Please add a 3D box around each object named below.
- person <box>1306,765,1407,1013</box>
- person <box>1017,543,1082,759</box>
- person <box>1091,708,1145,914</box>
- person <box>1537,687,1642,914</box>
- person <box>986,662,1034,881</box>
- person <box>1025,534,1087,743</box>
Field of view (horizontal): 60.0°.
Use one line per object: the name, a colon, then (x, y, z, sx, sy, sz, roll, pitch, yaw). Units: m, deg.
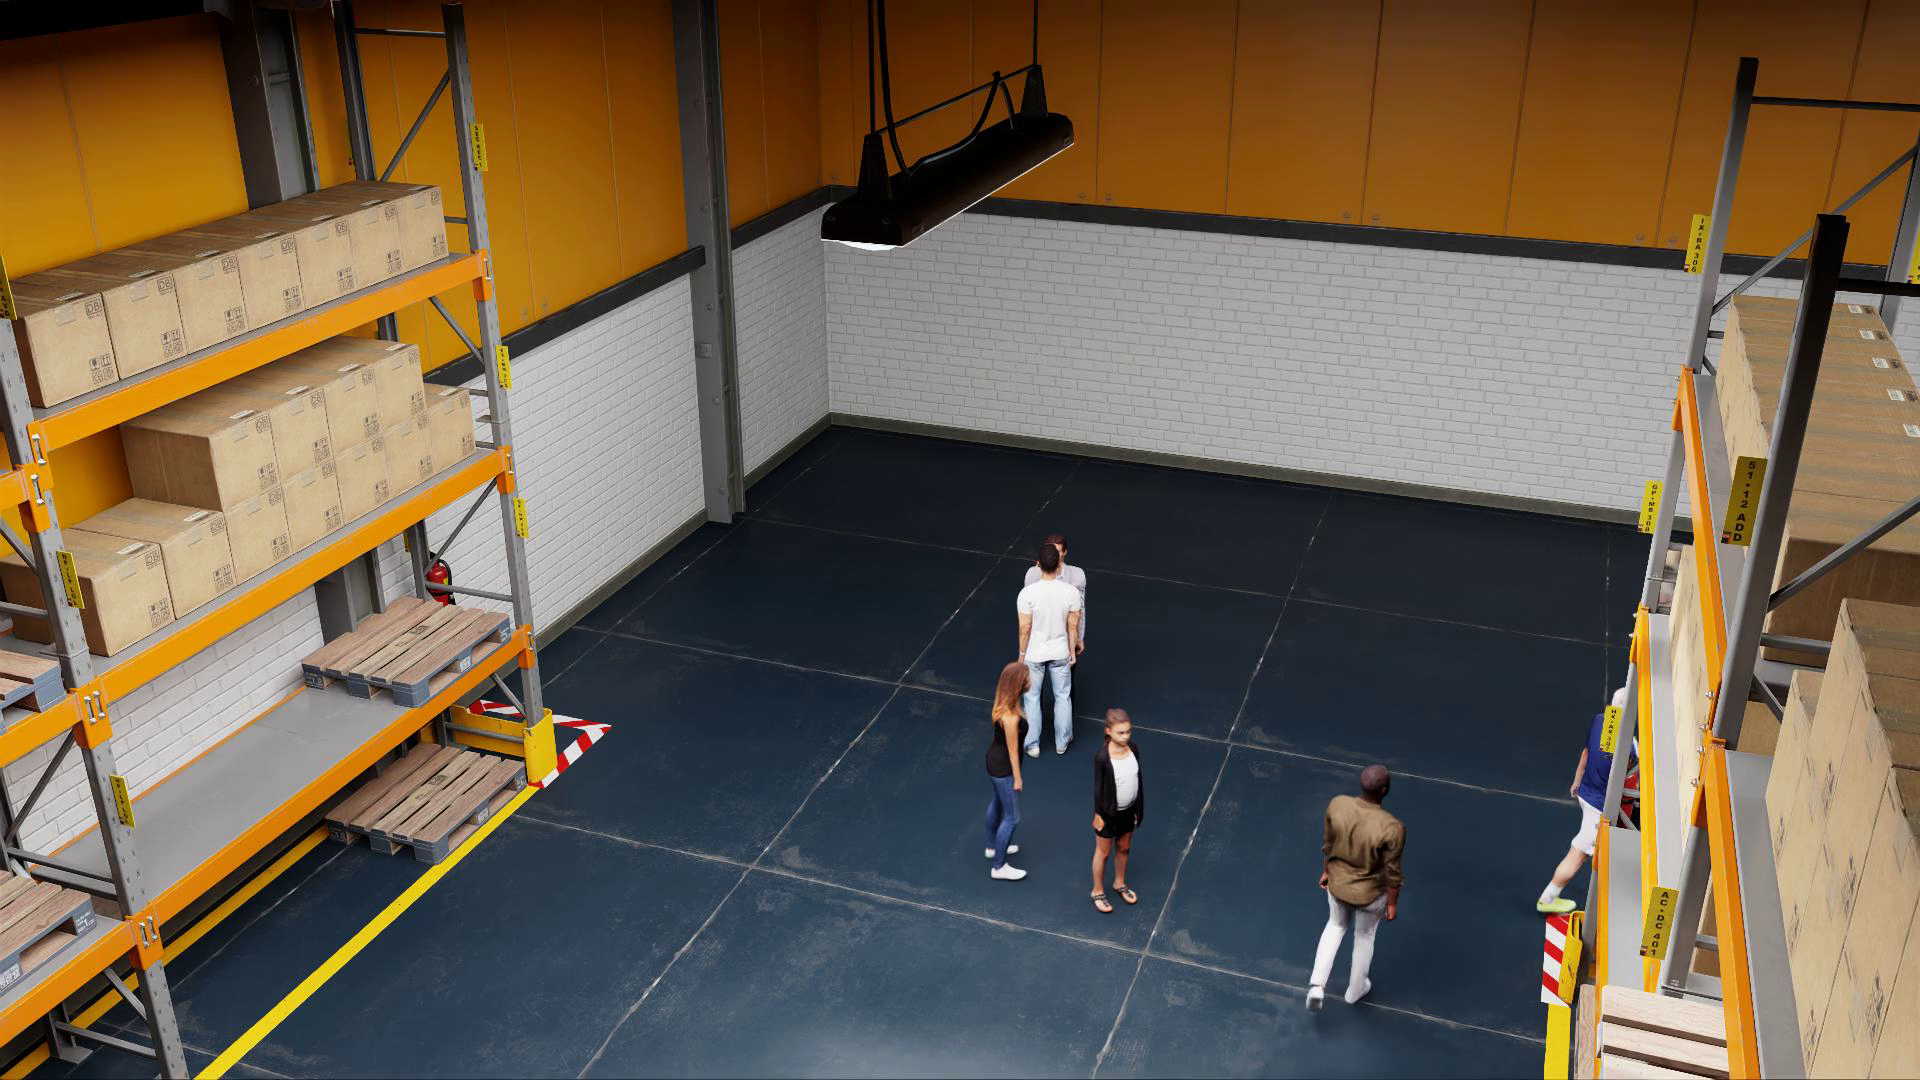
person: (2.477, 2.243, 10.532, 0.882, 1.808, 1.008, 17, 29, 34)
person: (0.705, 0.898, 13.538, 0.755, 1.864, 0.745, -4, 24, -10)
person: (1.090, 1.871, 11.698, 0.629, 1.555, 0.690, -11, 26, -24)
person: (4.345, 1.839, 11.493, 1.059, 1.778, 1.187, -4, 24, -9)
person: (0.319, 1.638, 12.038, 0.713, 1.711, 0.599, -2, 24, -4)
person: (0.783, 0.794, 13.793, 0.740, 1.851, 0.664, 2, 24, 4)
